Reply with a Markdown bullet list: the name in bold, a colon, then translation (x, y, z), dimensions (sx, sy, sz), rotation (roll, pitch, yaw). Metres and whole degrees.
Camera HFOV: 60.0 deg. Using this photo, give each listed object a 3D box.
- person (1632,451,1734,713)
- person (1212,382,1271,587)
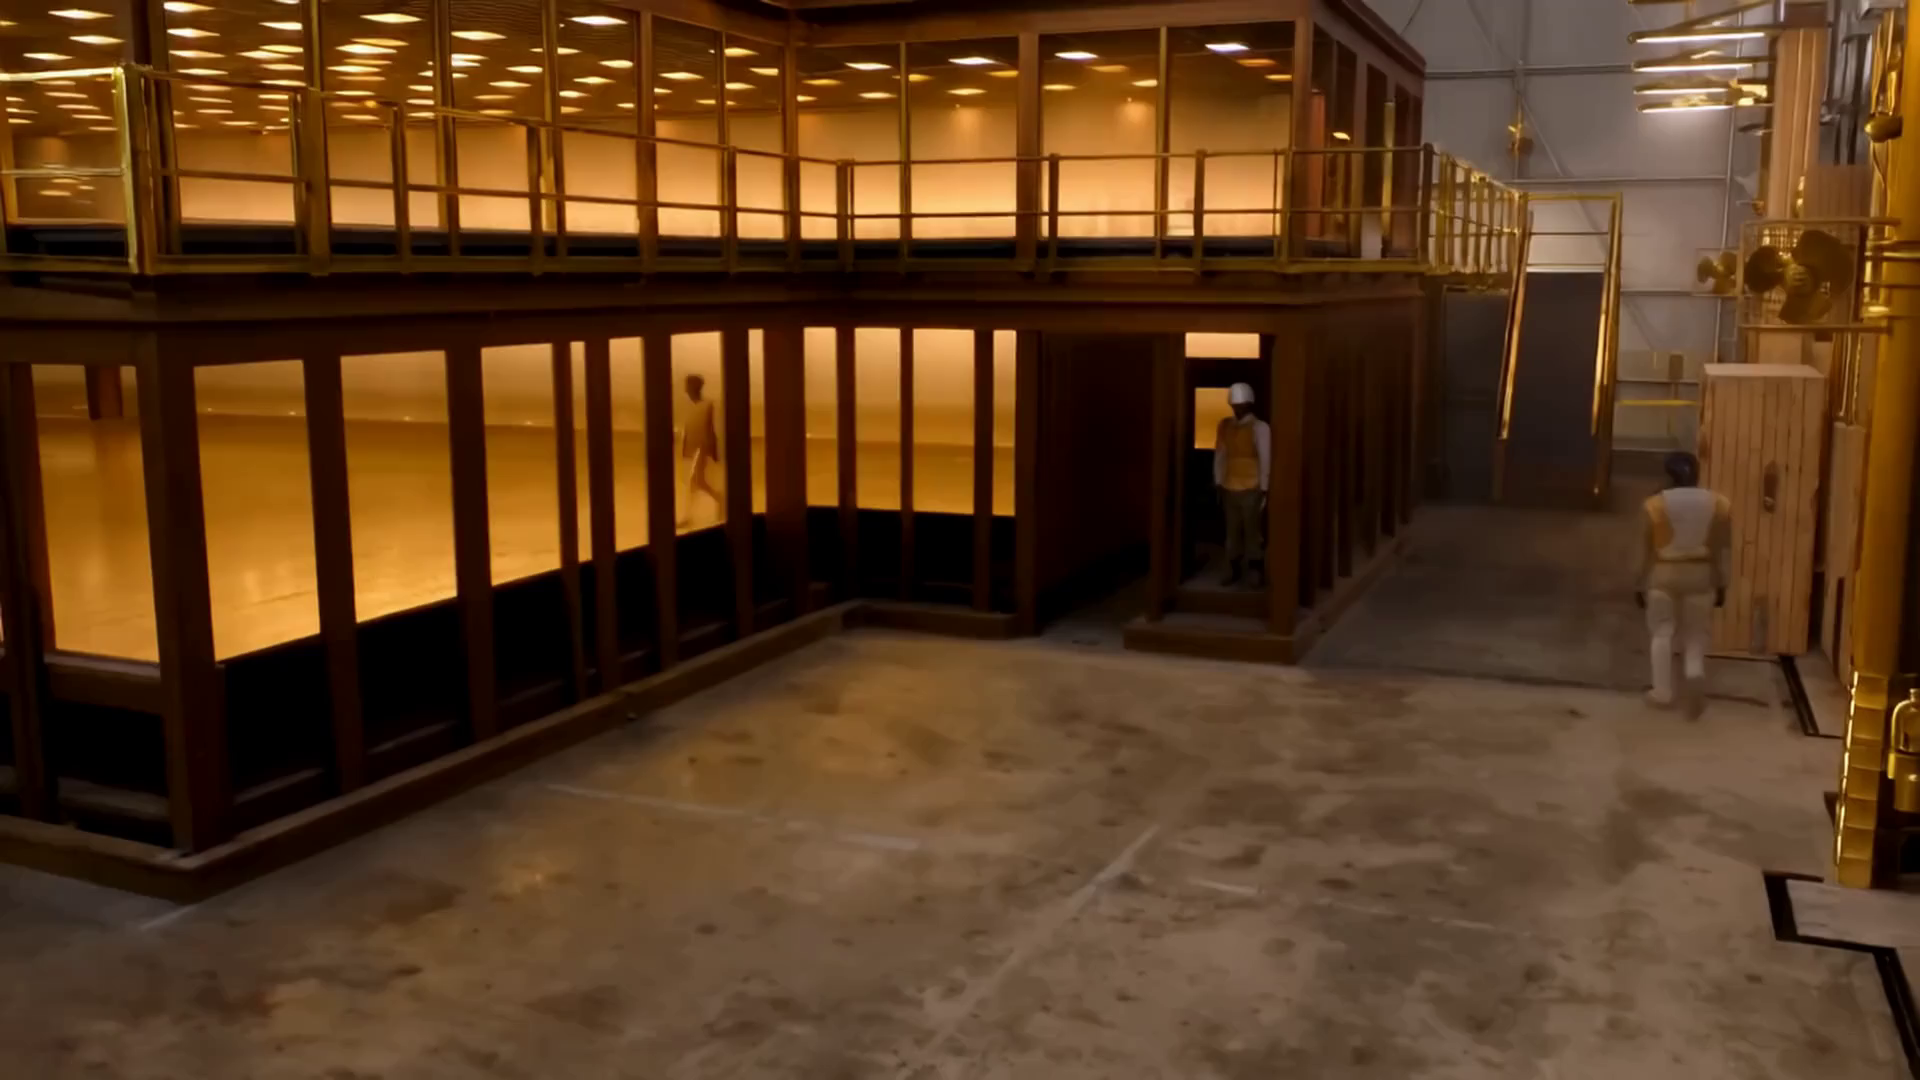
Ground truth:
- **person**: translation (4.956, 0.297, 11.472), dimensions (0.643, 1.828, 0.441), rotation (1, 9, 7)
- **person**: translation (2.720, -0.543, 16.180), dimensions (0.612, 1.986, 0.407), rotation (8, 12, 41)
